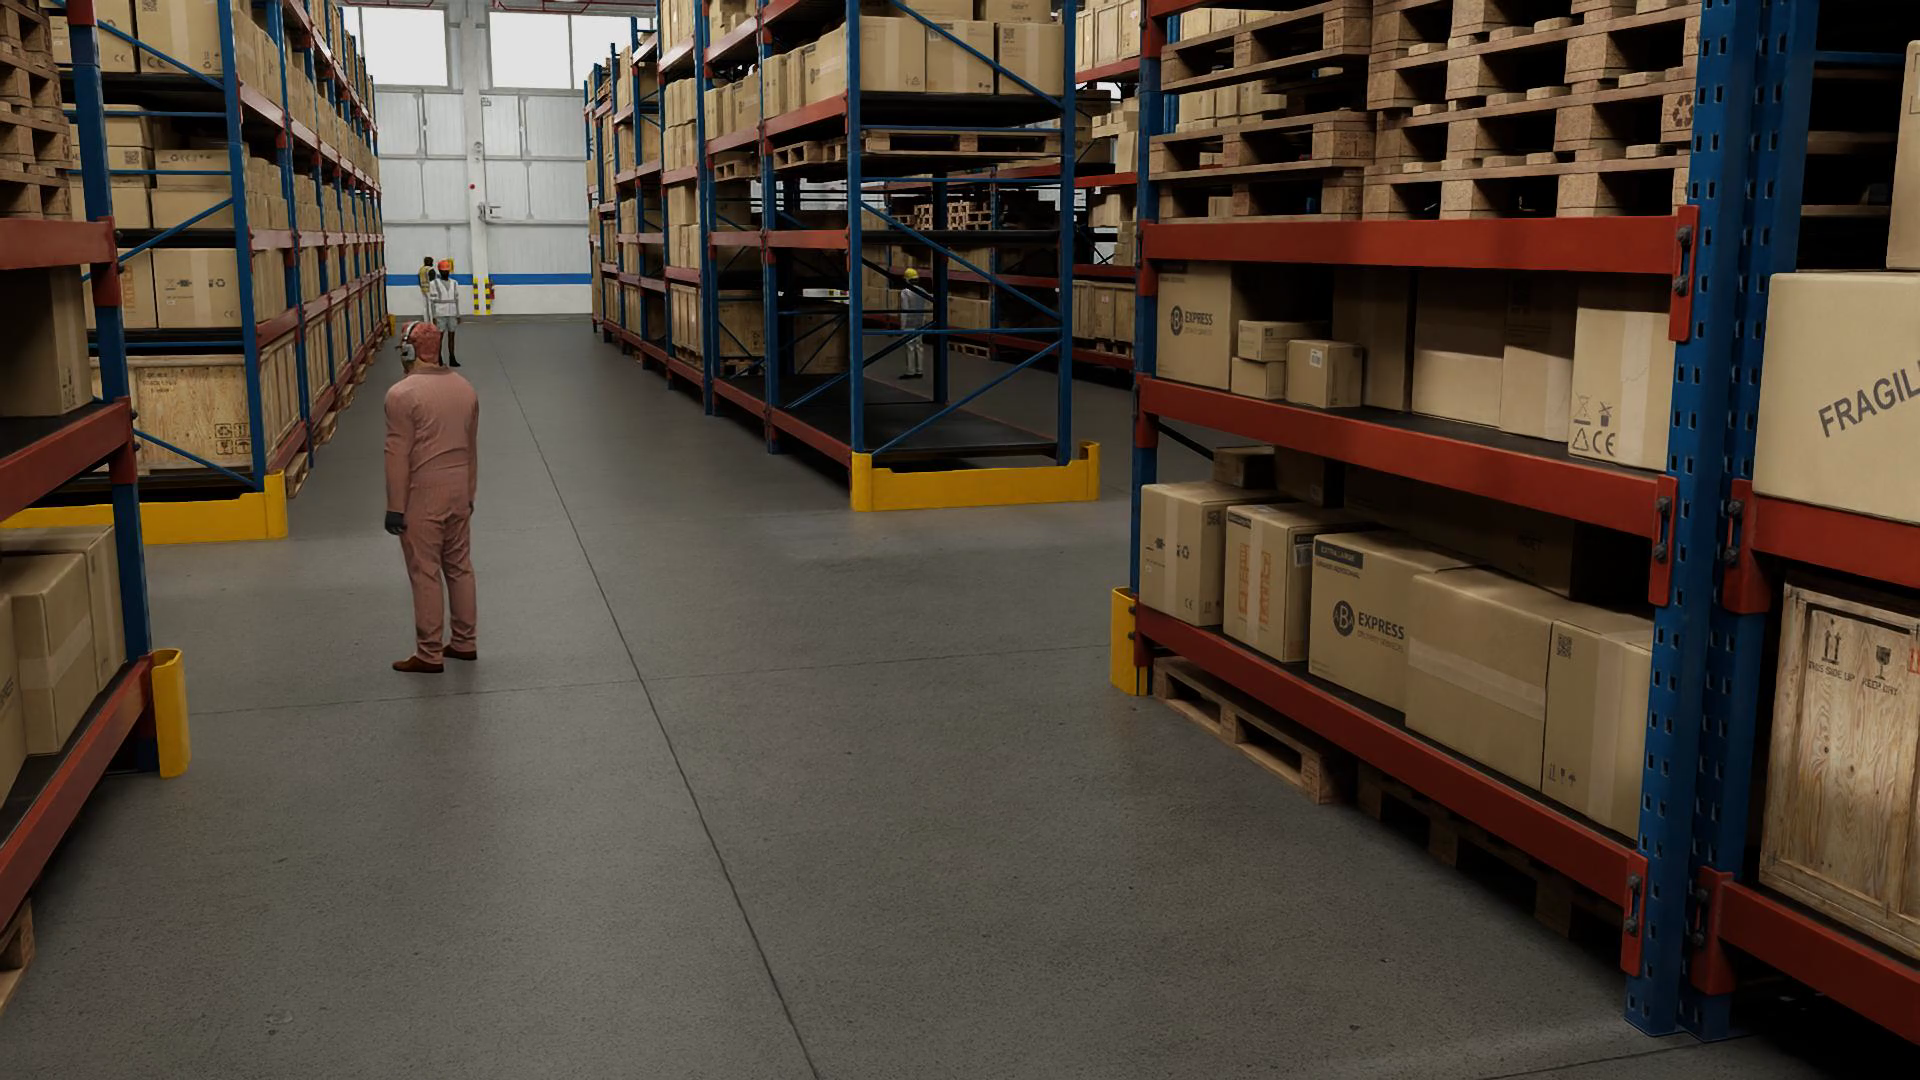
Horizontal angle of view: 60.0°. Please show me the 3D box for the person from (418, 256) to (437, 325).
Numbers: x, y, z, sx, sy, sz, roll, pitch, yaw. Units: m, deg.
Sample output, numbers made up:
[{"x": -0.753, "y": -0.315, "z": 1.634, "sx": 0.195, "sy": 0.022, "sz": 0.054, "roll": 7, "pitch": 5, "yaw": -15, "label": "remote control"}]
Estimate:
[{"x": -13.853, "y": -6.480, "z": 43.448, "sx": 0.621, "sy": 1.843, "sz": 0.429, "roll": 8, "pitch": 13, "yaw": 38, "label": "person"}]

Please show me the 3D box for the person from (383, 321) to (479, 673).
[{"x": -2.892, "y": -0.234, "z": 9.055, "sx": 0.400, "sy": 1.901, "sz": 0.642, "roll": 4, "pitch": 11, "yaw": 22, "label": "person"}]

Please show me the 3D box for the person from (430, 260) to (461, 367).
[{"x": -9.272, "y": -4.083, "z": 30.039, "sx": 0.550, "sy": 1.935, "sz": 0.376, "roll": -9, "pitch": 14, "yaw": -42, "label": "person"}]

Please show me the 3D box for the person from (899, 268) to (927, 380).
[{"x": -0.801, "y": -3.547, "z": 27.388, "sx": 0.404, "sy": 1.832, "sz": 0.600, "roll": 8, "pitch": 13, "yaw": 37, "label": "person"}]
